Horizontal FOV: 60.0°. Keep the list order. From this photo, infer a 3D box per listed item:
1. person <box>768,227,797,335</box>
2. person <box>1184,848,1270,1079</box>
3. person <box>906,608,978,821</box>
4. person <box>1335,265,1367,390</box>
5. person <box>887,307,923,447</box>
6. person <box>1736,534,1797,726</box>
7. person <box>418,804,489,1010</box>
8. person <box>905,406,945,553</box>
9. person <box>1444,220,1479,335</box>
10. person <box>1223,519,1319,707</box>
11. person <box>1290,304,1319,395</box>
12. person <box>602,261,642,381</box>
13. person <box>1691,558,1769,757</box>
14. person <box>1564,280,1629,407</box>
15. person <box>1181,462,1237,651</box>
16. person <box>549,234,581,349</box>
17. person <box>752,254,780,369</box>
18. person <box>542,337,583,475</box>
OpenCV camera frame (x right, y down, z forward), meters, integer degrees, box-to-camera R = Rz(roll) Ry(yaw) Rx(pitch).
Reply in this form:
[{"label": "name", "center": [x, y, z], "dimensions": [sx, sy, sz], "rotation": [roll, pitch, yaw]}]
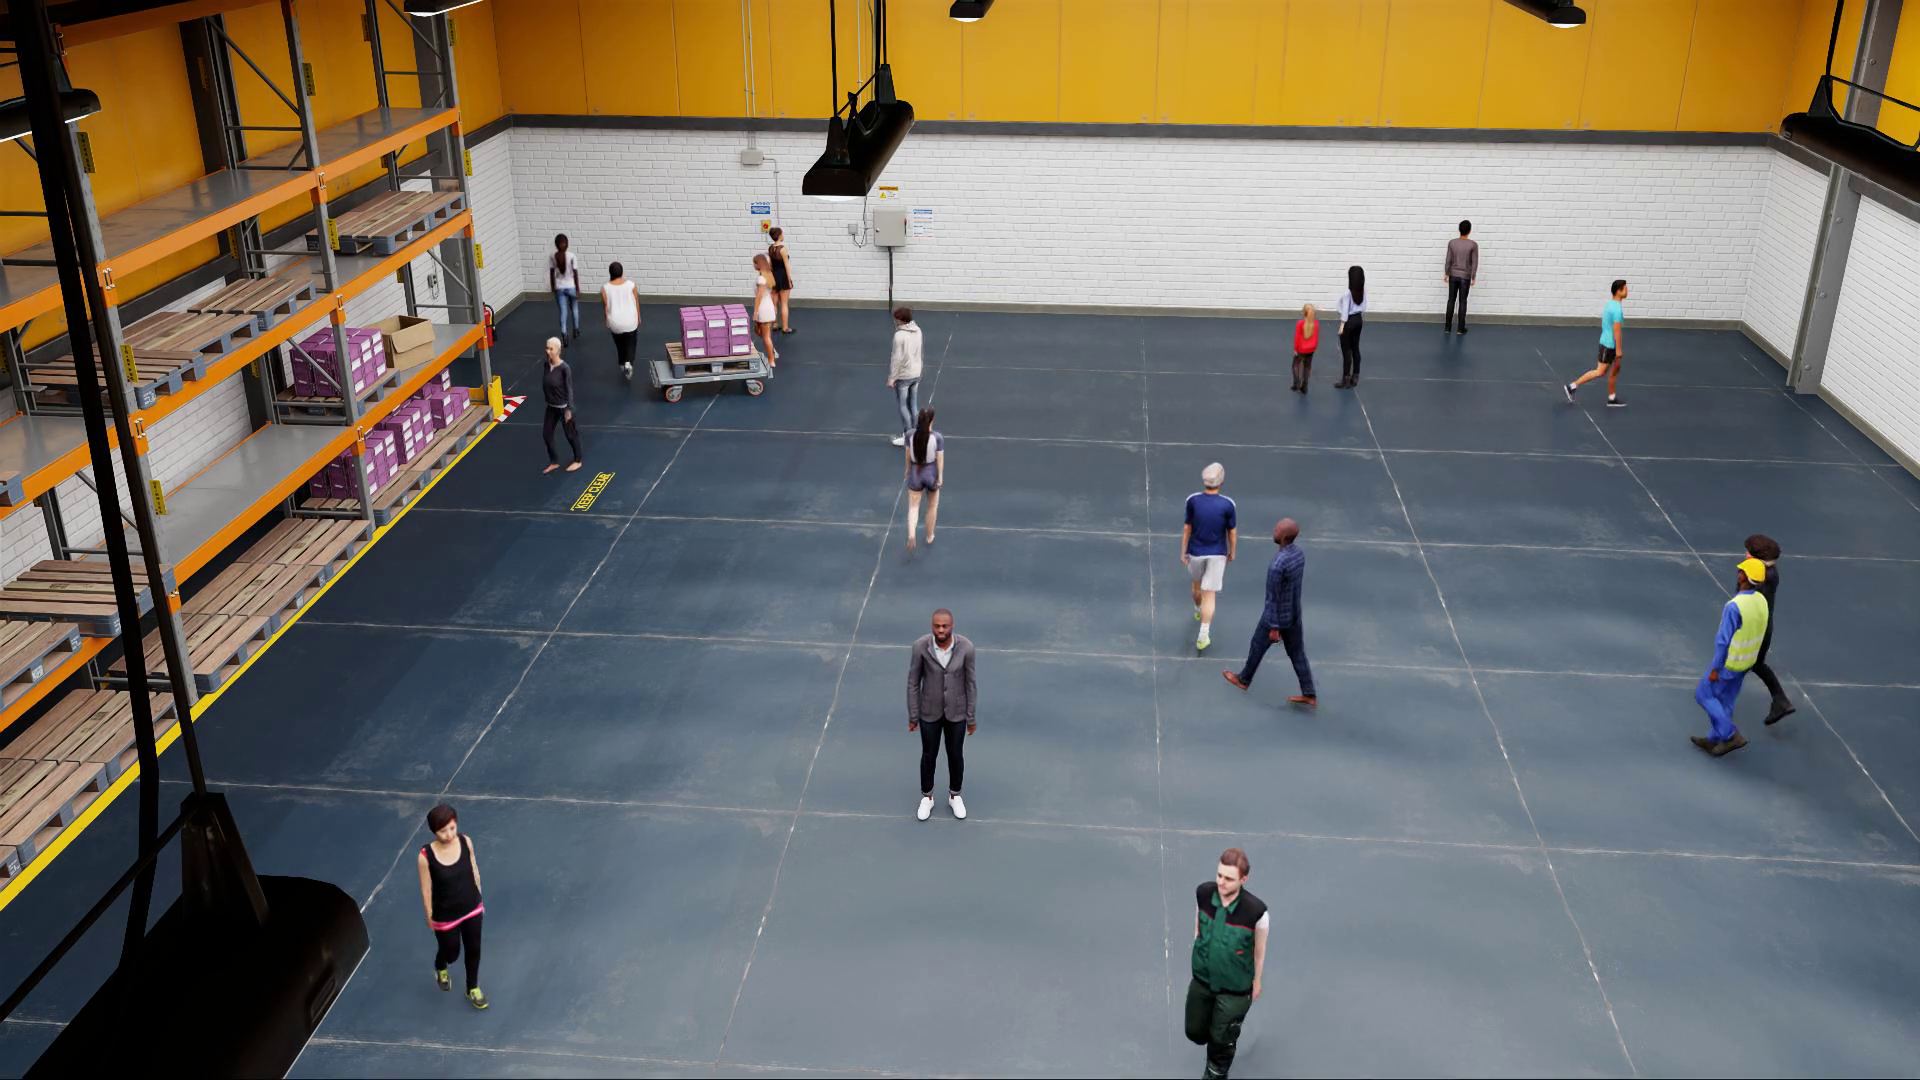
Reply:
[{"label": "person", "center": [-2.803, -4.045, 25.847], "dimensions": [0.679, 1.667, 0.722], "rotation": [19, 30, 37]}, {"label": "person", "center": [1.670, 2.671, 10.279], "dimensions": [0.891, 1.830, 1.009], "rotation": [16, 28, 33]}, {"label": "person", "center": [-0.139, 1.369, 13.272], "dimensions": [0.743, 1.818, 0.637], "rotation": [-1, 24, -2]}, {"label": "person", "center": [5.494, -2.996, 23.351], "dimensions": [0.724, 1.743, 0.781], "rotation": [-18, 29, -36]}, {"label": "person", "center": [-0.677, -2.094, 21.173], "dimensions": [0.767, 1.835, 0.882], "rotation": [-19, 30, -37]}, {"label": "person", "center": [7.035, 0.823, 14.604], "dimensions": [1.027, 1.752, 1.107], "rotation": [-20, 31, -39]}, {"label": "person", "center": [-3.423, 2.426, 11.197], "dimensions": [0.750, 1.543, 0.807], "rotation": [-19, 30, -37]}, {"label": "person", "center": [-0.412, -0.647, 18.117], "dimensions": [0.652, 1.632, 0.885], "rotation": [5, 24, 11]}, {"label": "person", "center": [7.749, -4.082, 25.804], "dimensions": [0.714, 1.768, 0.684], "rotation": [9, 25, 20]}, {"label": "person", "center": [2.960, 0.689, 14.888], "dimensions": [1.177, 1.769, 1.217], "rotation": [19, 30, 36]}, {"label": "person", "center": [4.828, -2.649, 23.142], "dimensions": [0.542, 1.275, 0.560], "rotation": [-4, 24, -9]}, {"label": "person", "center": [-4.819, -3.123, 23.749], "dimensions": [0.688, 1.658, 1.022], "rotation": [0, 24, 0]}, {"label": "person", "center": [6.596, 1.045, 14.041], "dimensions": [0.869, 1.797, 0.929], "rotation": [-16, 28, -32]}, {"label": "person", "center": [8.701, -2.637, 22.522], "dimensions": [0.834, 1.750, 1.080], "rotation": [6, 24, 14]}, {"label": "person", "center": [2.376, 0.185, 16.017], "dimensions": [0.850, 1.789, 1.260], "rotation": [8, 25, 17]}, {"label": "person", "center": [-5.963, -3.720, 25.088], "dimensions": [0.754, 1.680, 1.176], "rotation": [-3, 24, -6]}, {"label": "person", "center": [-2.748, -3.315, 24.156], "dimensions": [0.624, 1.682, 0.516], "rotation": [3, 24, 8]}, {"label": "person", "center": [-4.833, -1.678, 20.382], "dimensions": [0.820, 1.707, 0.884], "rotation": [14, 27, 29]}]
